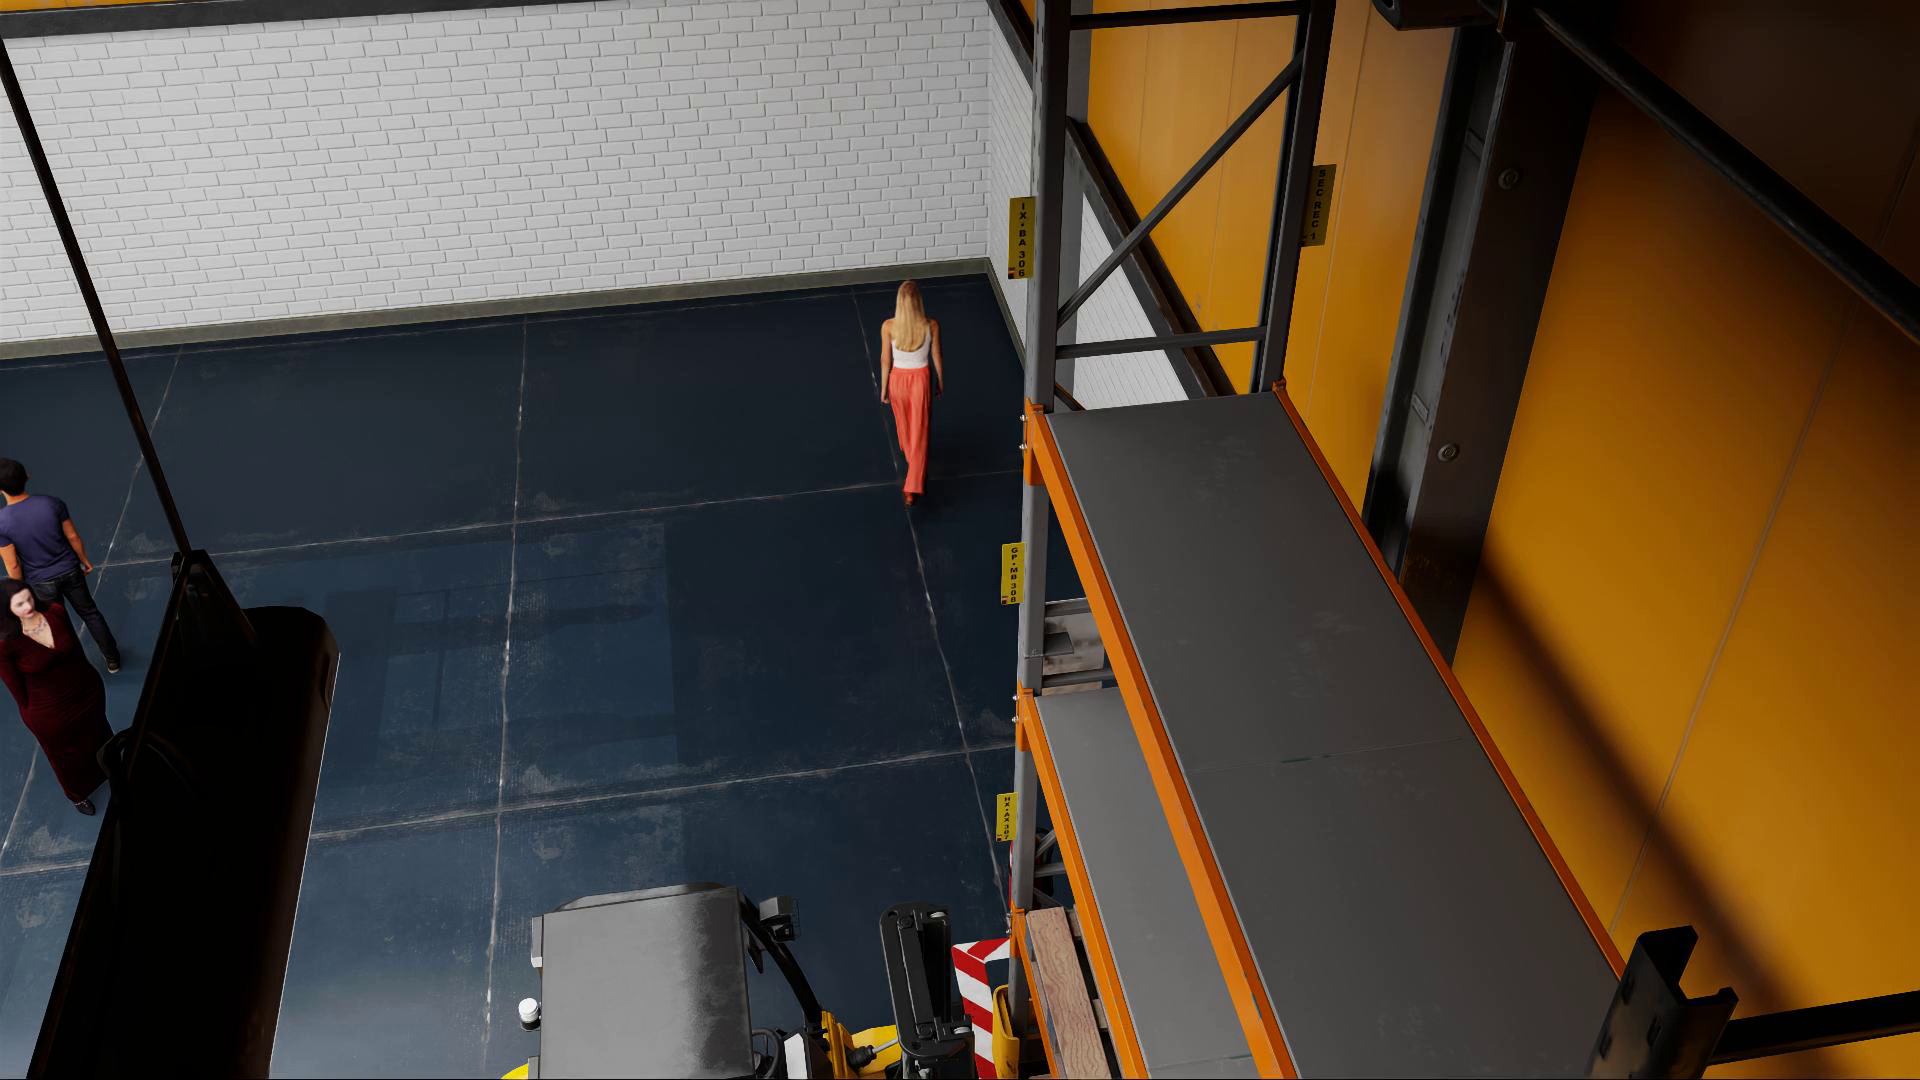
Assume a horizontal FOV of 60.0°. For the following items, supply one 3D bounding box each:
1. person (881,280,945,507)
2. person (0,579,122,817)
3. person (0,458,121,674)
[{"bbox_3d":[-0.366,-1.071,12.572,0.844,1.757,1.286,3,39,4],"label":"person"},{"bbox_3d":[-5.470,0.925,10.073,0.820,1.757,0.734,18,42,21],"label":"person"},{"bbox_3d":[-5.960,0.221,10.925,0.742,1.793,0.713,29,47,31],"label":"person"}]
